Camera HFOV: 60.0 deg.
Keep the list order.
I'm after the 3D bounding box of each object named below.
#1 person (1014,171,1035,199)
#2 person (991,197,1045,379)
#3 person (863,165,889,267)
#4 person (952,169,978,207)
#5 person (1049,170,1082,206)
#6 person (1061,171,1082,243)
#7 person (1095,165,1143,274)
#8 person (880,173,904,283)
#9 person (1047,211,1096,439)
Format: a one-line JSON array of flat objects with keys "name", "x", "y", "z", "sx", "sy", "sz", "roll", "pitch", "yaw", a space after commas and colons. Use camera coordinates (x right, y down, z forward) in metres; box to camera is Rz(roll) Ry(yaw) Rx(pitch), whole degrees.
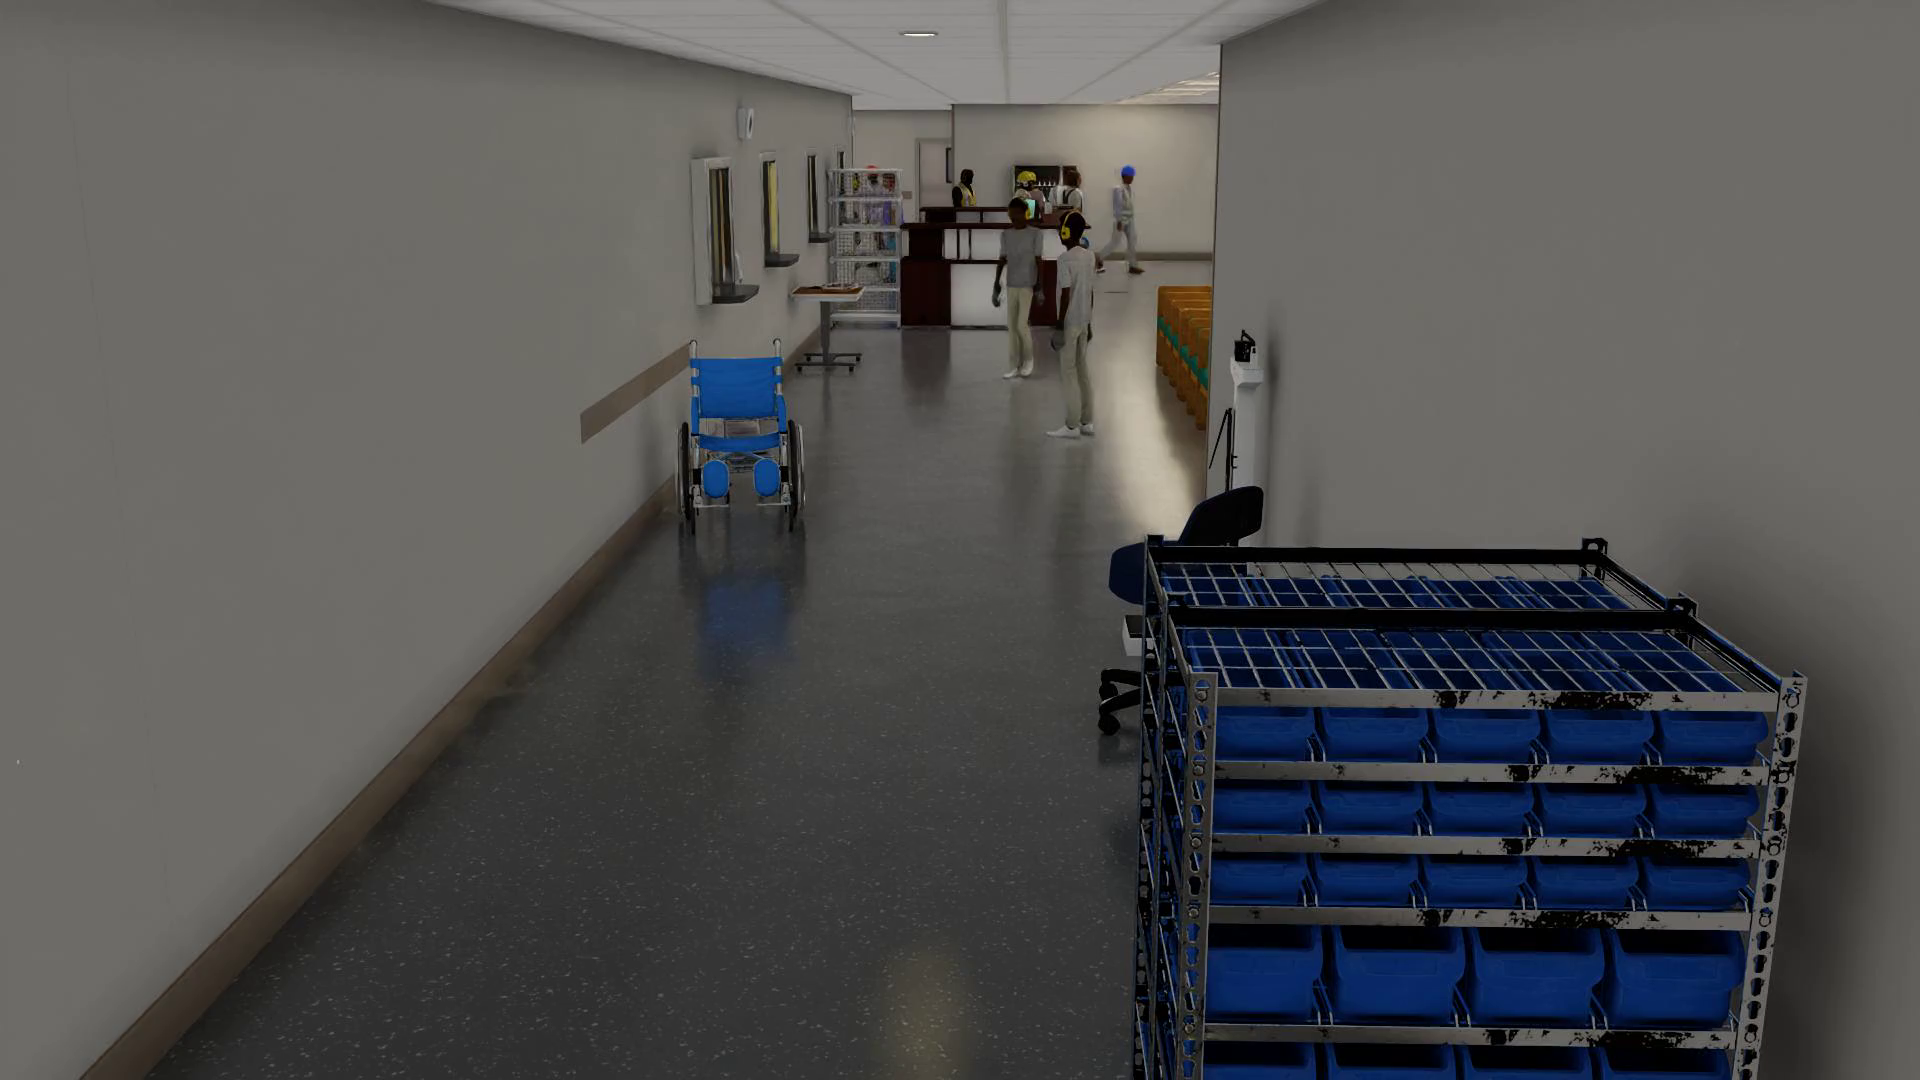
[{"name": "person", "x": 1.122, "y": -5.391, "z": 28.529, "sx": 0.404, "sy": 1.837, "sz": 0.587, "roll": -2, "pitch": 14, "yaw": -8}, {"name": "person", "x": 0.586, "y": -2.572, "z": 17.050, "sx": 0.575, "sy": 1.851, "sz": 0.388, "roll": 8, "pitch": 16, "yaw": 31}, {"name": "person", "x": -1.508, "y": -6.098, "z": 31.278, "sx": 0.583, "sy": 1.901, "sz": 0.819, "roll": 10, "pitch": 17, "yaw": 34}, {"name": "person", "x": 0.108, "y": -5.789, "z": 30.147, "sx": 0.429, "sy": 1.839, "sz": 0.621, "roll": 7, "pitch": 16, "yaw": 28}, {"name": "person", "x": 1.769, "y": -5.417, "z": 28.628, "sx": 0.662, "sy": 1.847, "sz": 0.405, "roll": 3, "pitch": 14, "yaw": 13}, {"name": "person", "x": 1.895, "y": -5.253, "z": 27.945, "sx": 0.333, "sy": 1.844, "sz": 0.514, "roll": -8, "pitch": 16, "yaw": -30}, {"name": "person", "x": 2.852, "y": -5.727, "z": 29.739, "sx": 0.876, "sy": 1.916, "sz": 0.615, "roll": 11, "pitch": 18, "yaw": 38}, {"name": "person", "x": -1.138, "y": -5.228, "z": 27.882, "sx": 0.421, "sy": 1.833, "sz": 0.564, "roll": -1, "pitch": 14, "yaw": -6}, {"name": "person", "x": 0.931, "y": -1.772, "z": 13.773, "sx": 0.308, "sy": 1.868, "sz": 0.532, "roll": 10, "pitch": 17, "yaw": 35}]
